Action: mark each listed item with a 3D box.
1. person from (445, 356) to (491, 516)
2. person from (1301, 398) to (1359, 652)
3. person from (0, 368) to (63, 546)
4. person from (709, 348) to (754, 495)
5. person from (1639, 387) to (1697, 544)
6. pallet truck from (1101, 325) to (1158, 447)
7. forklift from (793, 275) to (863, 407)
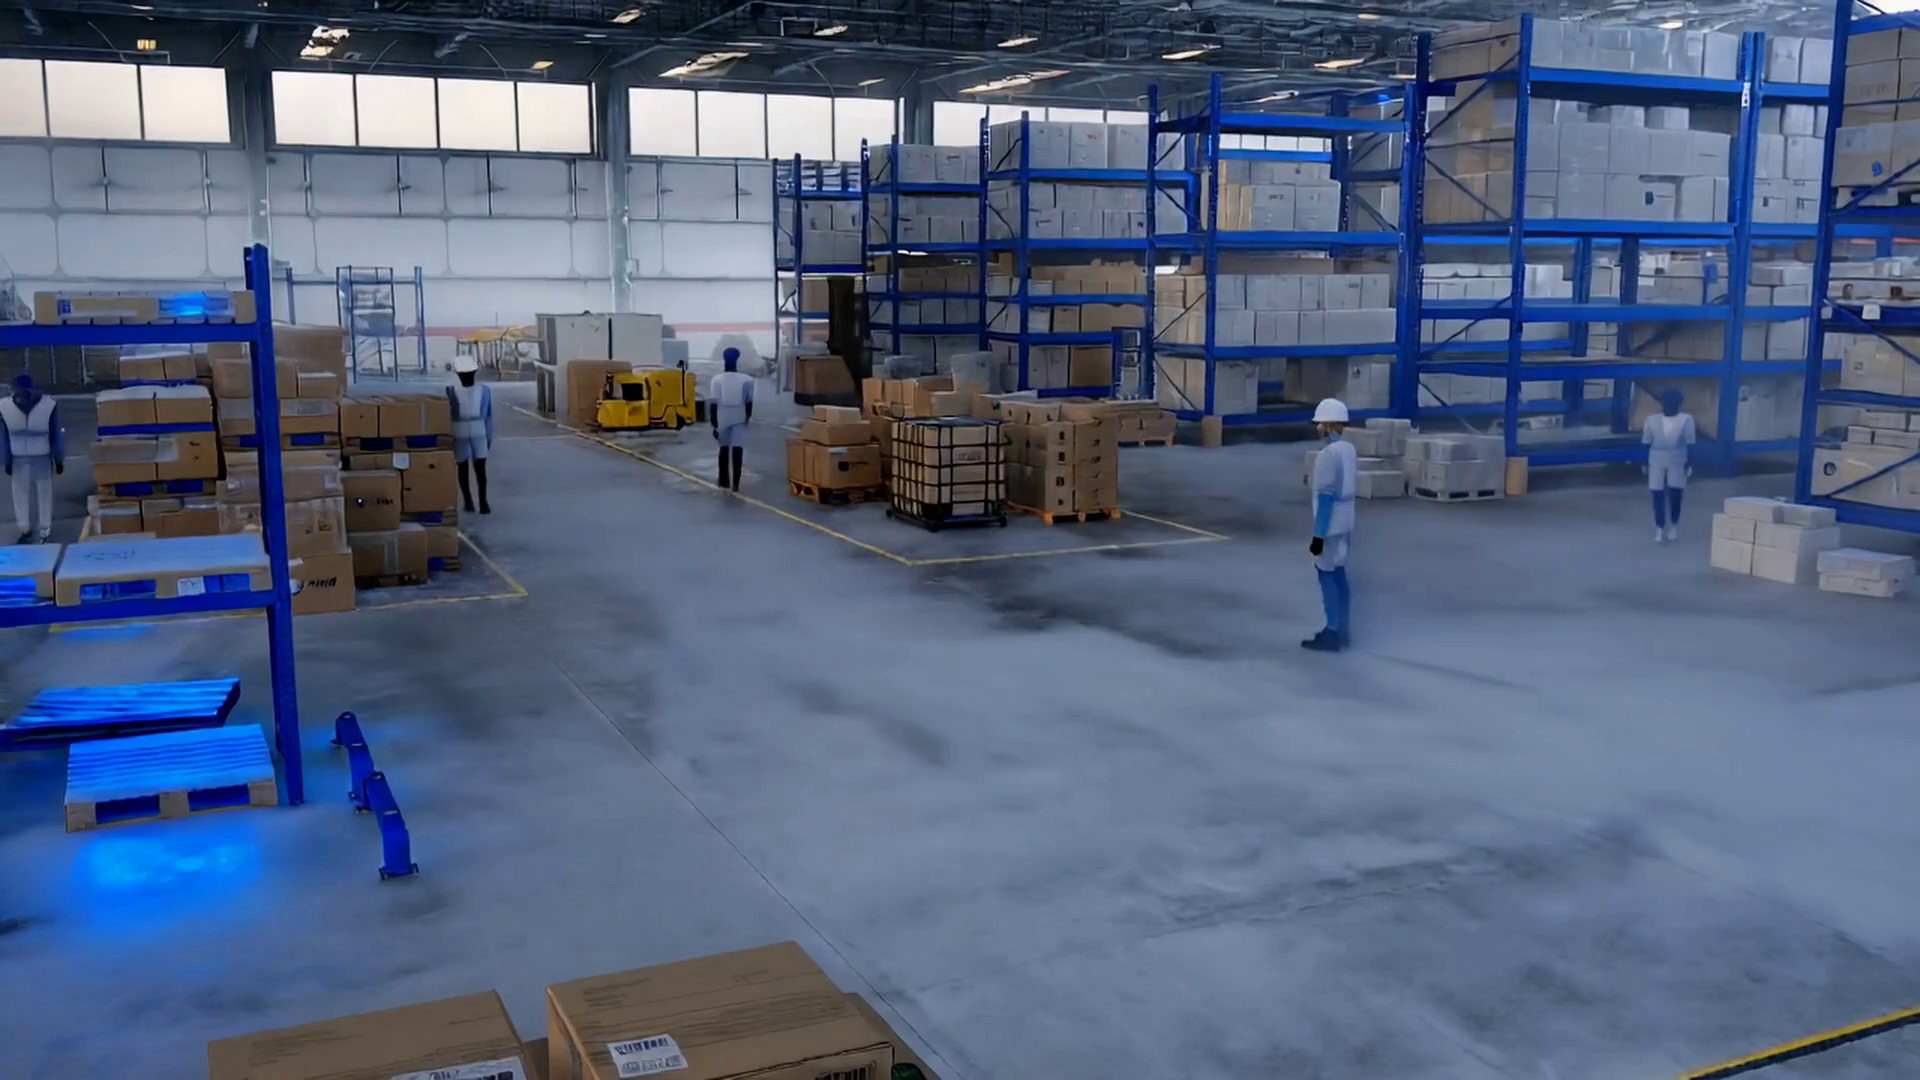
[{"bbox_3d":[-5.840,-1.237,19.818,0.550,1.882,0.999,-4,10,-22],"label":"person"},{"bbox_3d":[2.817,-0.116,12.724,0.373,1.934,0.551,6,11,34],"label":"person"},{"bbox_3d":[-9.697,-0.843,17.370,0.599,1.888,0.802,-4,10,-22],"label":"person"},{"bbox_3d":[-2.981,-1.544,21.744,0.587,1.911,1.018,-1,9,-5],"label":"person"},{"bbox_3d":[7.485,-0.784,17.634,0.558,1.680,0.454,6,11,33],"label":"person"},{"bbox_3d":[2.881,-2.596,27.923,0.823,1.965,1.885,-1,9,-7],"label":"pallet truck"},{"bbox_3d":[-2.566,-4.280,35.639,1.873,2.768,1.129,-4,10,-22],"label":"forklift"}]
